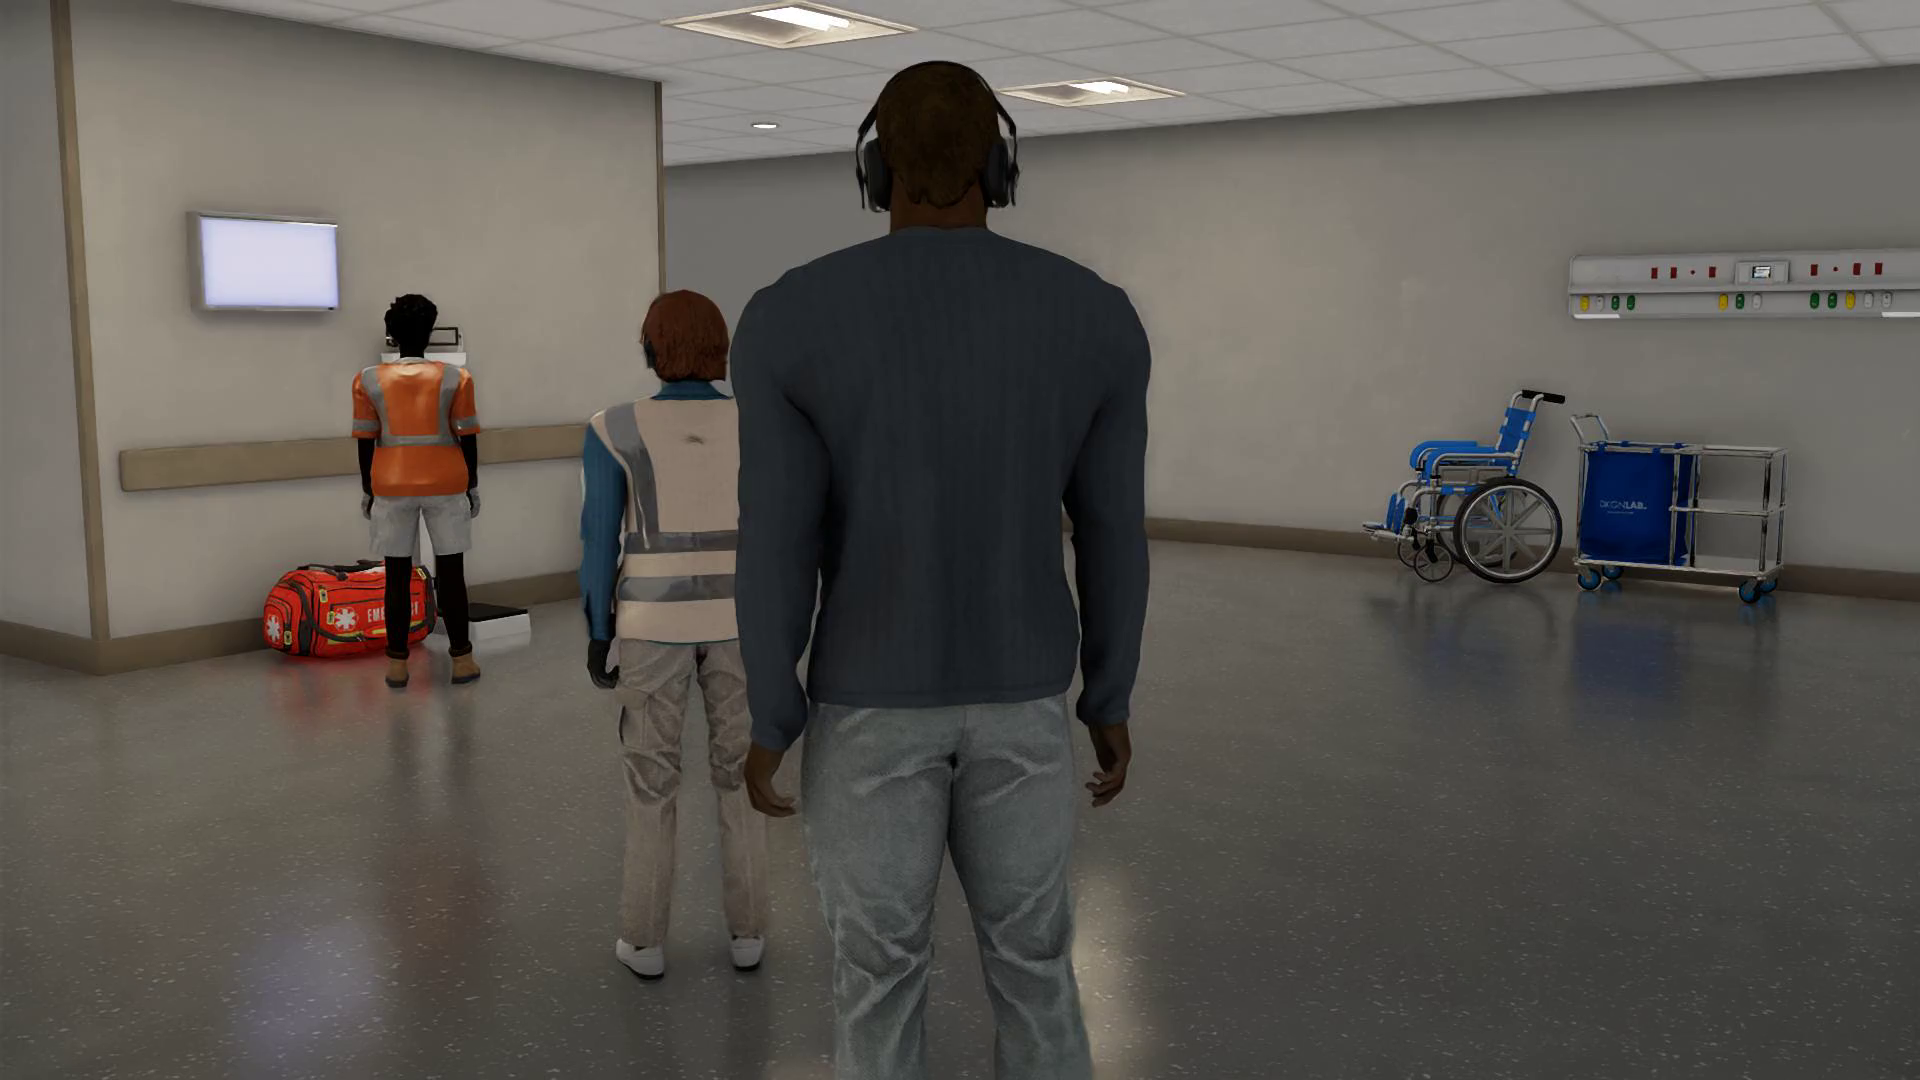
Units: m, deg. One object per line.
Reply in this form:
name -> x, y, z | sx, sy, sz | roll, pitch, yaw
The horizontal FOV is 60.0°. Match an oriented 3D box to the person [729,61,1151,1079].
person -> -0.024, 0.257, 2.519 | 0.635, 1.931, 0.354 | -2, 7, -14

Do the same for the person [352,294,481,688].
person -> -2.334, -0.208, 7.189 | 0.530, 1.697, 0.321 | -2, 7, -12

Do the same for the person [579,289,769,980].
person -> -0.634, 0.228, 3.952 | 0.518, 1.631, 0.319 | -3, 8, -20
